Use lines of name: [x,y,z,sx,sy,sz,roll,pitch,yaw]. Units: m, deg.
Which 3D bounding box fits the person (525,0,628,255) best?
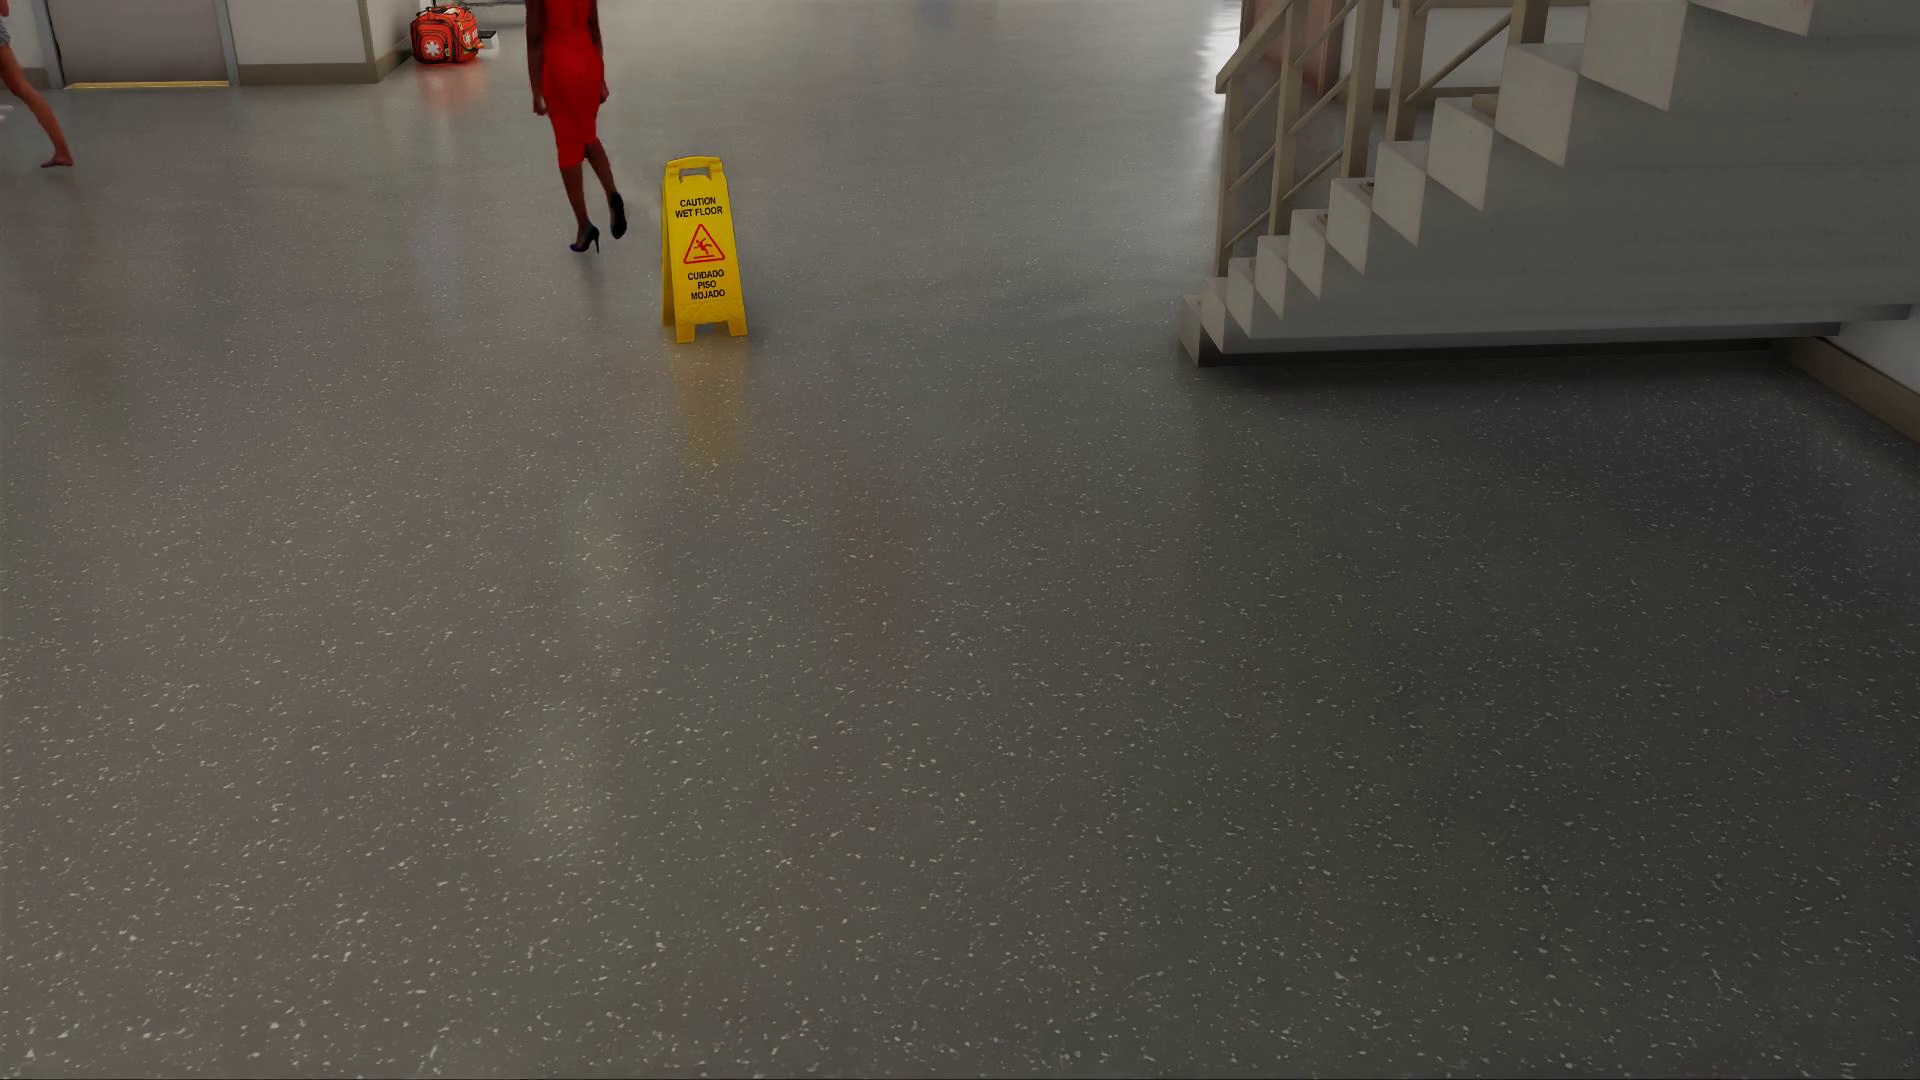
person: [-1.882,-2.262,8.298,0.850,1.730,0.789,21,33,36]
